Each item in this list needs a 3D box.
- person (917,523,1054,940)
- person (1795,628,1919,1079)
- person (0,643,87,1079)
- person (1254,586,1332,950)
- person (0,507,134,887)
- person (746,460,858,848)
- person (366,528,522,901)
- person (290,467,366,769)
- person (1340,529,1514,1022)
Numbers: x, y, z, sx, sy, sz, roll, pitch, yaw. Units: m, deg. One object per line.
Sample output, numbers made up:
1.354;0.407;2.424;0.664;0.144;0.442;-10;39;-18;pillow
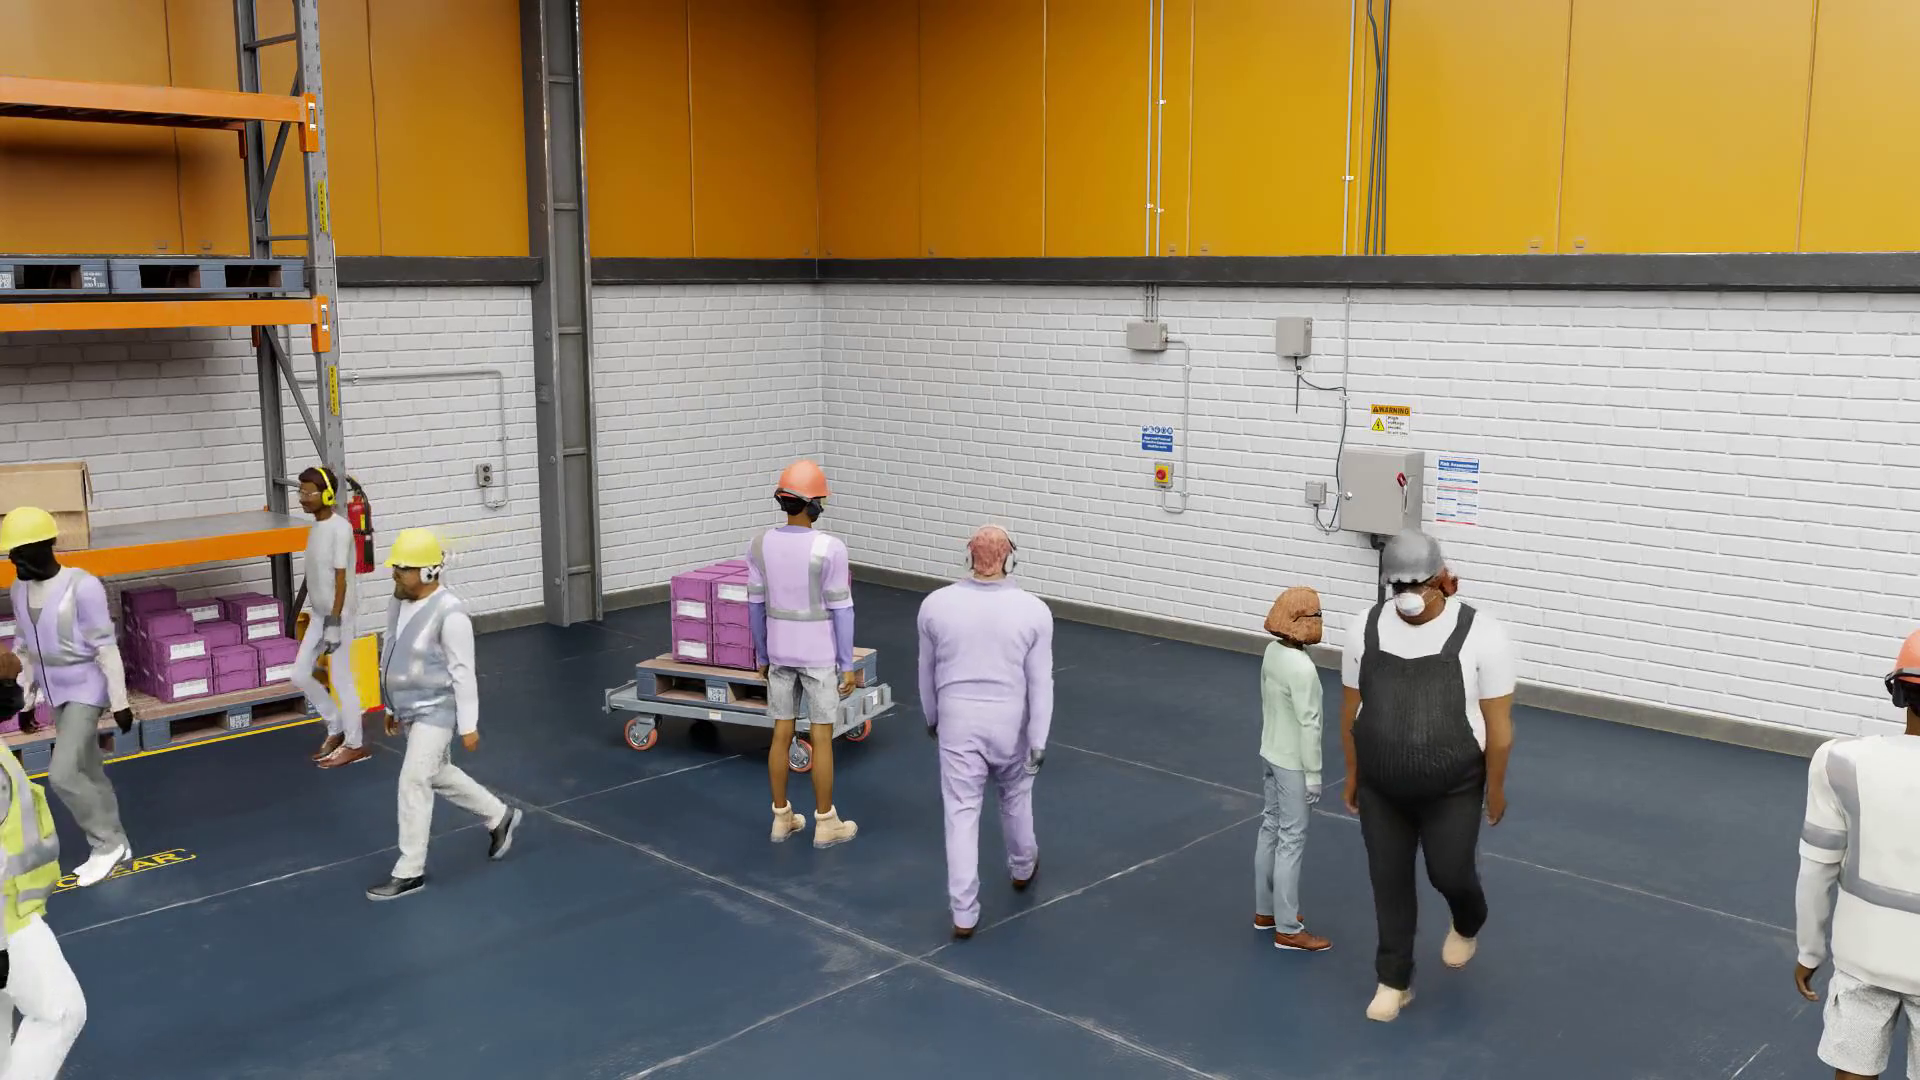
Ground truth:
0.130;0.844;7.804;0.650;1.862;0.977;1;9;8;person
2.780;1.233;4.858;0.616;2.041;0.382;8;12;42;person
-3.181;1.234;5.508;0.479;1.828;0.659;-7;12;-38;person
1.495;1.012;7.468;0.279;1.633;0.501;-2;9;-11;person
-4.383;0.762;8.192;0.603;1.892;0.554;5;11;29;person
-0.816;0.599;8.744;0.608;2.044;0.371;4;10;24;person
-2.559;0.811;8.200;0.826;1.803;0.588;-8;12;-41;person
-3.818;0.482;10.063;0.518;1.853;0.428;8;12;41;person
1.899;0.910;6.846;0.712;2.000;0.726;6;11;32;person
